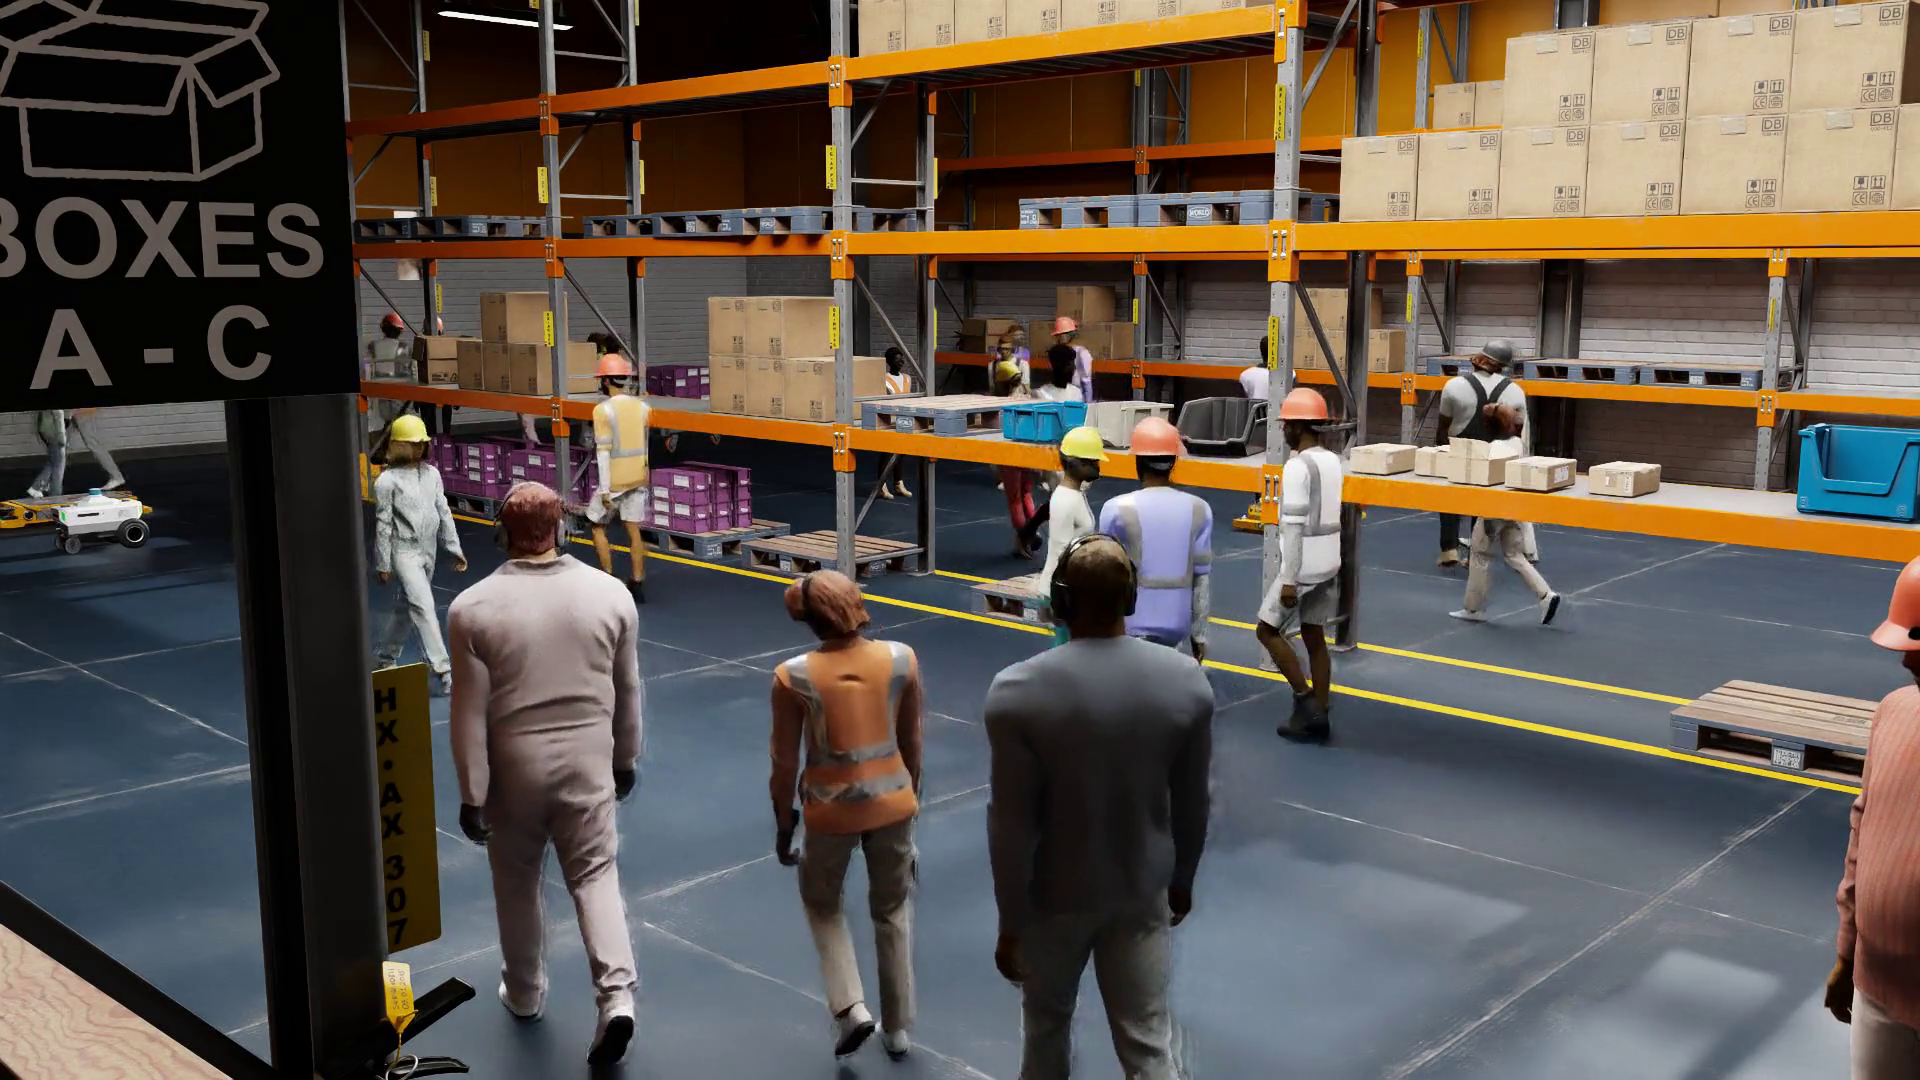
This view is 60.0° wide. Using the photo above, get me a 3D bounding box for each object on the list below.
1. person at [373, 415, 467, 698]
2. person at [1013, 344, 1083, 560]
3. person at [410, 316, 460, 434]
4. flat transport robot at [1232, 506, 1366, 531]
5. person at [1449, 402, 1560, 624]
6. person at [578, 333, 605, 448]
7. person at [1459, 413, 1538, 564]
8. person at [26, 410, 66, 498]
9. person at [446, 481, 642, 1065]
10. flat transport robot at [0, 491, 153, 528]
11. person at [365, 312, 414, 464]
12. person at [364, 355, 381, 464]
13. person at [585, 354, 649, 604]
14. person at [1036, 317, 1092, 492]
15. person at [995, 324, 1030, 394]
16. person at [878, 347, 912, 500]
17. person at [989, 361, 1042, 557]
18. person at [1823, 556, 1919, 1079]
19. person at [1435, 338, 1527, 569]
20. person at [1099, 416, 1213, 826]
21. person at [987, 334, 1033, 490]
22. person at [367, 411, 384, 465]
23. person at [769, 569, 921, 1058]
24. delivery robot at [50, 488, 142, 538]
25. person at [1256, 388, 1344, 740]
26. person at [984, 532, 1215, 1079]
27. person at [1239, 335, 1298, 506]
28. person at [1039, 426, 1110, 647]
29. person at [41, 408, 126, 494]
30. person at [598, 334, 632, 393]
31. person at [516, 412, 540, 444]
[{"bbox_3d":[-3.278,0.089,10.018,0.904,1.697,0.489,4,10,23],"label":"person"},{"bbox_3d":[0.800,-0.725,14.293,0.900,1.937,0.609,8,12,40],"label":"person"},{"bbox_3d":[-6.466,-1.774,20.527,0.390,1.992,0.624,9,13,43],"label":"person"},{"bbox_3d":[3.385,-0.262,16.528,0.652,0.197,1.431,9,13,43],"label":"flat transport robot"},{"bbox_3d":[3.917,-0.180,11.908,0.514,1.614,0.718,-8,12,-39],"label":"person"},{"bbox_3d":[-4.234,-1.499,19.383,0.694,1.816,0.654,4,10,24],"label":"person"},{"bbox_3d":[4.734,-0.605,14.569,0.539,1.585,0.868,-9,13,-43],"label":"person"},{"bbox_3d":[-9.722,-1.135,17.768,0.533,1.616,0.386,8,13,42],"label":"person"},{"bbox_3d":[-1.320,0.752,5.431,0.650,1.877,0.870,-5,11,-28],"label":"person"},{"bbox_3d":[-9.076,-0.321,16.894,0.652,0.197,1.431,9,13,43],"label":"flat transport robot"},{"bbox_3d":[-7.112,-1.842,20.888,0.617,2.020,0.544,1,9,8],"label":"person"},{"bbox_3d":[-7.495,-1.702,20.683,0.465,1.807,0.598,-8,13,-42],"label":"person"},{"bbox_3d":[-2.640,-0.464,12.728,0.583,1.913,0.551,7,12,38],"label":"person"},{"bbox_3d":[1.173,-1.532,19.020,0.850,2.004,0.660,-5,10,-27],"label":"person"},{"bbox_3d":[0.682,-2.000,22.436,0.582,1.826,0.692,-6,11,-34],"label":"person"},{"bbox_3d":[-0.728,-1.303,18.552,0.316,1.695,0.541,9,13,43],"label":"person"},{"bbox_3d":[0.497,-0.712,14.759,0.556,1.741,0.376,-5,11,-28],"label":"person"},{"bbox_3d":[2.114,0.990,3.614,0.393,1.985,0.611,-2,9,-11],"label":"person"},{"bbox_3d":[4.333,-0.726,13.966,0.716,2.000,0.540,1,9,4],"label":"person"},{"bbox_3d":[0.897,0.377,7.706,0.557,1.896,1.002,-3,10,-17],"label":"person"},{"bbox_3d":[0.605,-1.493,19.359,0.555,1.817,0.624,4,10,24],"label":"person"},{"bbox_3d":[-7.308,-1.620,20.059,0.554,1.858,1.061,3,10,16],"label":"person"},{"bbox_3d":[-0.360,0.895,5.334,0.507,1.617,0.382,-3,10,-17],"label":"person"},{"bbox_3d":[-7.881,-0.230,15.180,0.707,0.478,0.477,-9,13,-44],"label":"delivery robot"},{"bbox_3d":[1.864,0.142,9.003,0.433,1.919,0.566,7,12,38],"label":"person"},{"bbox_3d":[0.373,0.917,4.370,0.647,1.893,1.009,-2,10,-15],"label":"person"},{"bbox_3d":[3.067,-1.090,16.596,0.615,1.904,0.602,5,10,27],"label":"person"},{"bbox_3d":[0.578,0.272,8.753,0.408,1.748,0.525,1,9,8],"label":"person"},{"bbox_3d":[-10.134,-1.470,19.031,0.588,1.883,0.988,9,13,44],"label":"person"},{"bbox_3d":[-3.950,-1.418,18.899,0.519,1.817,0.970,-7,12,-36],"label":"person"},{"bbox_3d":[-5.515,-1.857,21.197,0.623,1.951,1.029,-8,12,-40],"label":"person"}]
